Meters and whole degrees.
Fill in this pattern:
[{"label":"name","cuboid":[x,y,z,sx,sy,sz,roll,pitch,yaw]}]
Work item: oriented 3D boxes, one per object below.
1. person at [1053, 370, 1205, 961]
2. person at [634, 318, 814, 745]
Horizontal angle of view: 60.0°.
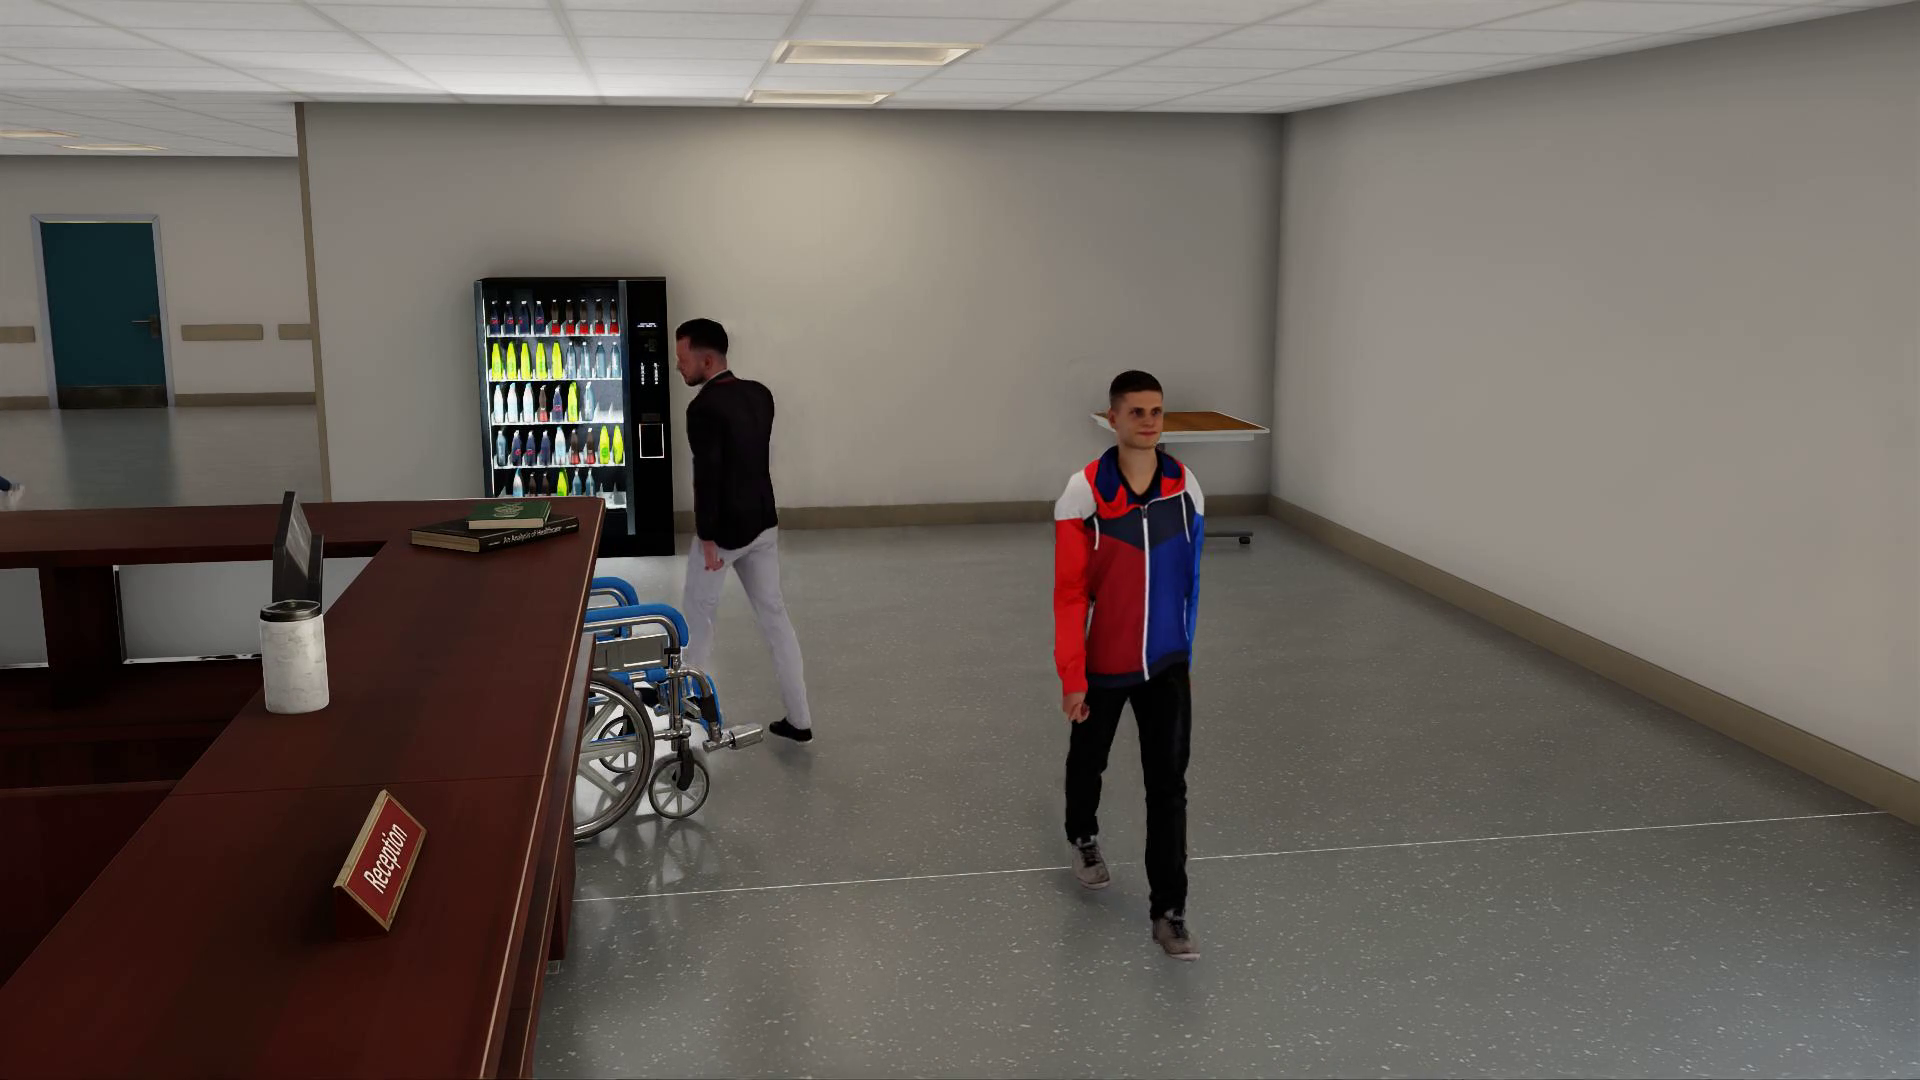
[{"label":"person","cuboid":[0.493,0.362,5.222,1.069,1.713,0.700,-2,11,-11]},{"label":"person","cuboid":[-0.852,0.010,6.915,1.242,1.775,1.198,9,14,39]}]
